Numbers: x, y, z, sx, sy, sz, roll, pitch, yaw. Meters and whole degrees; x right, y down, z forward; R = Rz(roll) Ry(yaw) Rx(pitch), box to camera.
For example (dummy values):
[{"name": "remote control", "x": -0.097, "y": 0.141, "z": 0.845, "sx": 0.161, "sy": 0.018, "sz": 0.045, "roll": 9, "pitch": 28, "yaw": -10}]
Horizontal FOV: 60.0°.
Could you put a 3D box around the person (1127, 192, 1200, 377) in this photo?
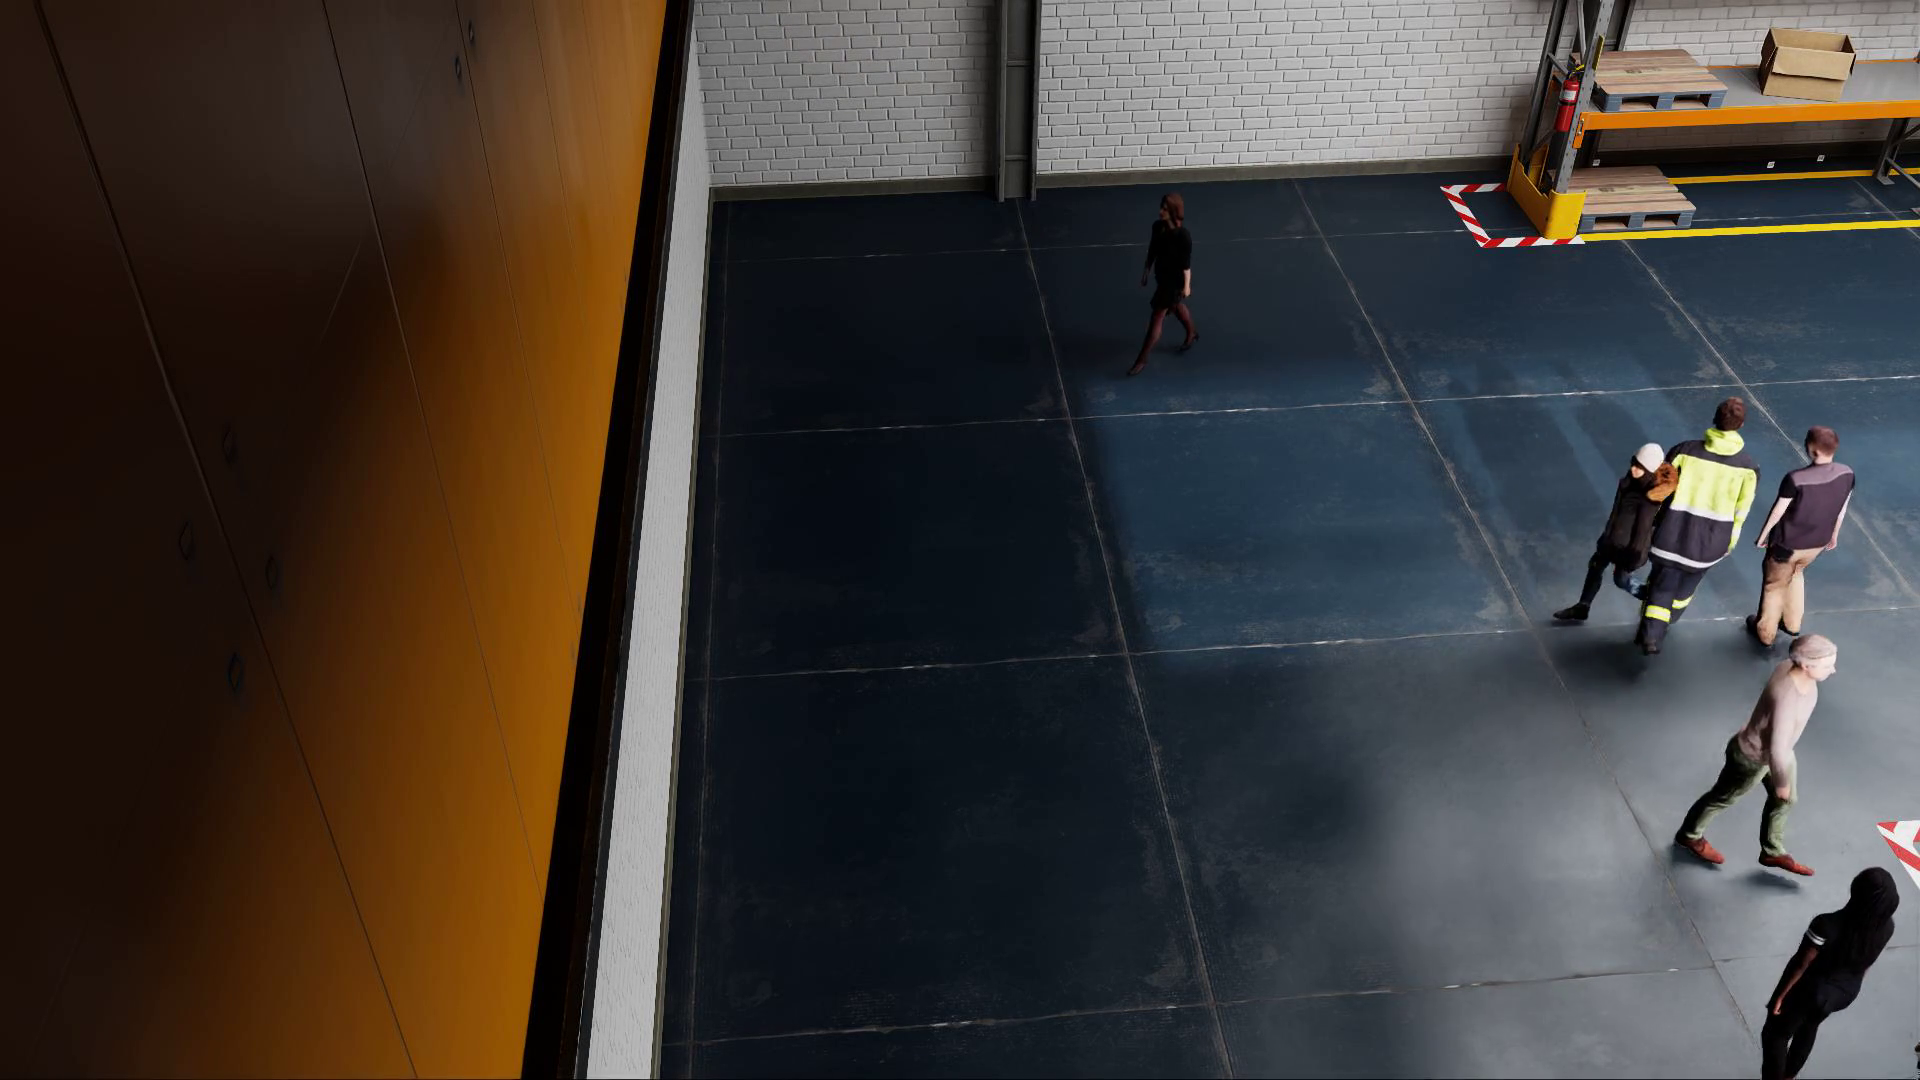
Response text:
[{"name": "person", "x": 1.883, "y": -2.258, "z": 14.476, "sx": 1.155, "sy": 1.653, "sz": 0.935, "roll": -22, "pitch": 44, "yaw": -25}]

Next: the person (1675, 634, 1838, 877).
[{"name": "person", "x": 4.684, "y": 1.247, "z": 9.936, "sx": 1.109, "sy": 1.843, "sz": 1.059, "roll": 30, "pitch": 47, "yaw": 32}]

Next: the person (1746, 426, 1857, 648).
[{"name": "person", "x": 5.806, "y": 0.055, "z": 11.456, "sx": 0.558, "sy": 1.808, "sz": 0.755, "roll": -2, "pitch": 39, "yaw": -2}]

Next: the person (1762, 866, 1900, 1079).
[{"name": "person", "x": 4.459, "y": 2.376, "z": 8.635, "sx": 0.640, "sy": 1.702, "sz": 0.889, "roll": -13, "pitch": 40, "yaw": -15}]

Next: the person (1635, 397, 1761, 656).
[{"name": "person", "x": 5.028, "y": -0.015, "z": 11.436, "sx": 1.239, "sy": 1.943, "sz": 1.161, "roll": 15, "pitch": 41, "yaw": 18}]

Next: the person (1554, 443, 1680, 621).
[{"name": "person", "x": 4.761, "y": 0.006, "z": 11.679, "sx": 1.007, "sy": 1.606, "sz": 0.675, "roll": 0, "pitch": 39, "yaw": 0}]
